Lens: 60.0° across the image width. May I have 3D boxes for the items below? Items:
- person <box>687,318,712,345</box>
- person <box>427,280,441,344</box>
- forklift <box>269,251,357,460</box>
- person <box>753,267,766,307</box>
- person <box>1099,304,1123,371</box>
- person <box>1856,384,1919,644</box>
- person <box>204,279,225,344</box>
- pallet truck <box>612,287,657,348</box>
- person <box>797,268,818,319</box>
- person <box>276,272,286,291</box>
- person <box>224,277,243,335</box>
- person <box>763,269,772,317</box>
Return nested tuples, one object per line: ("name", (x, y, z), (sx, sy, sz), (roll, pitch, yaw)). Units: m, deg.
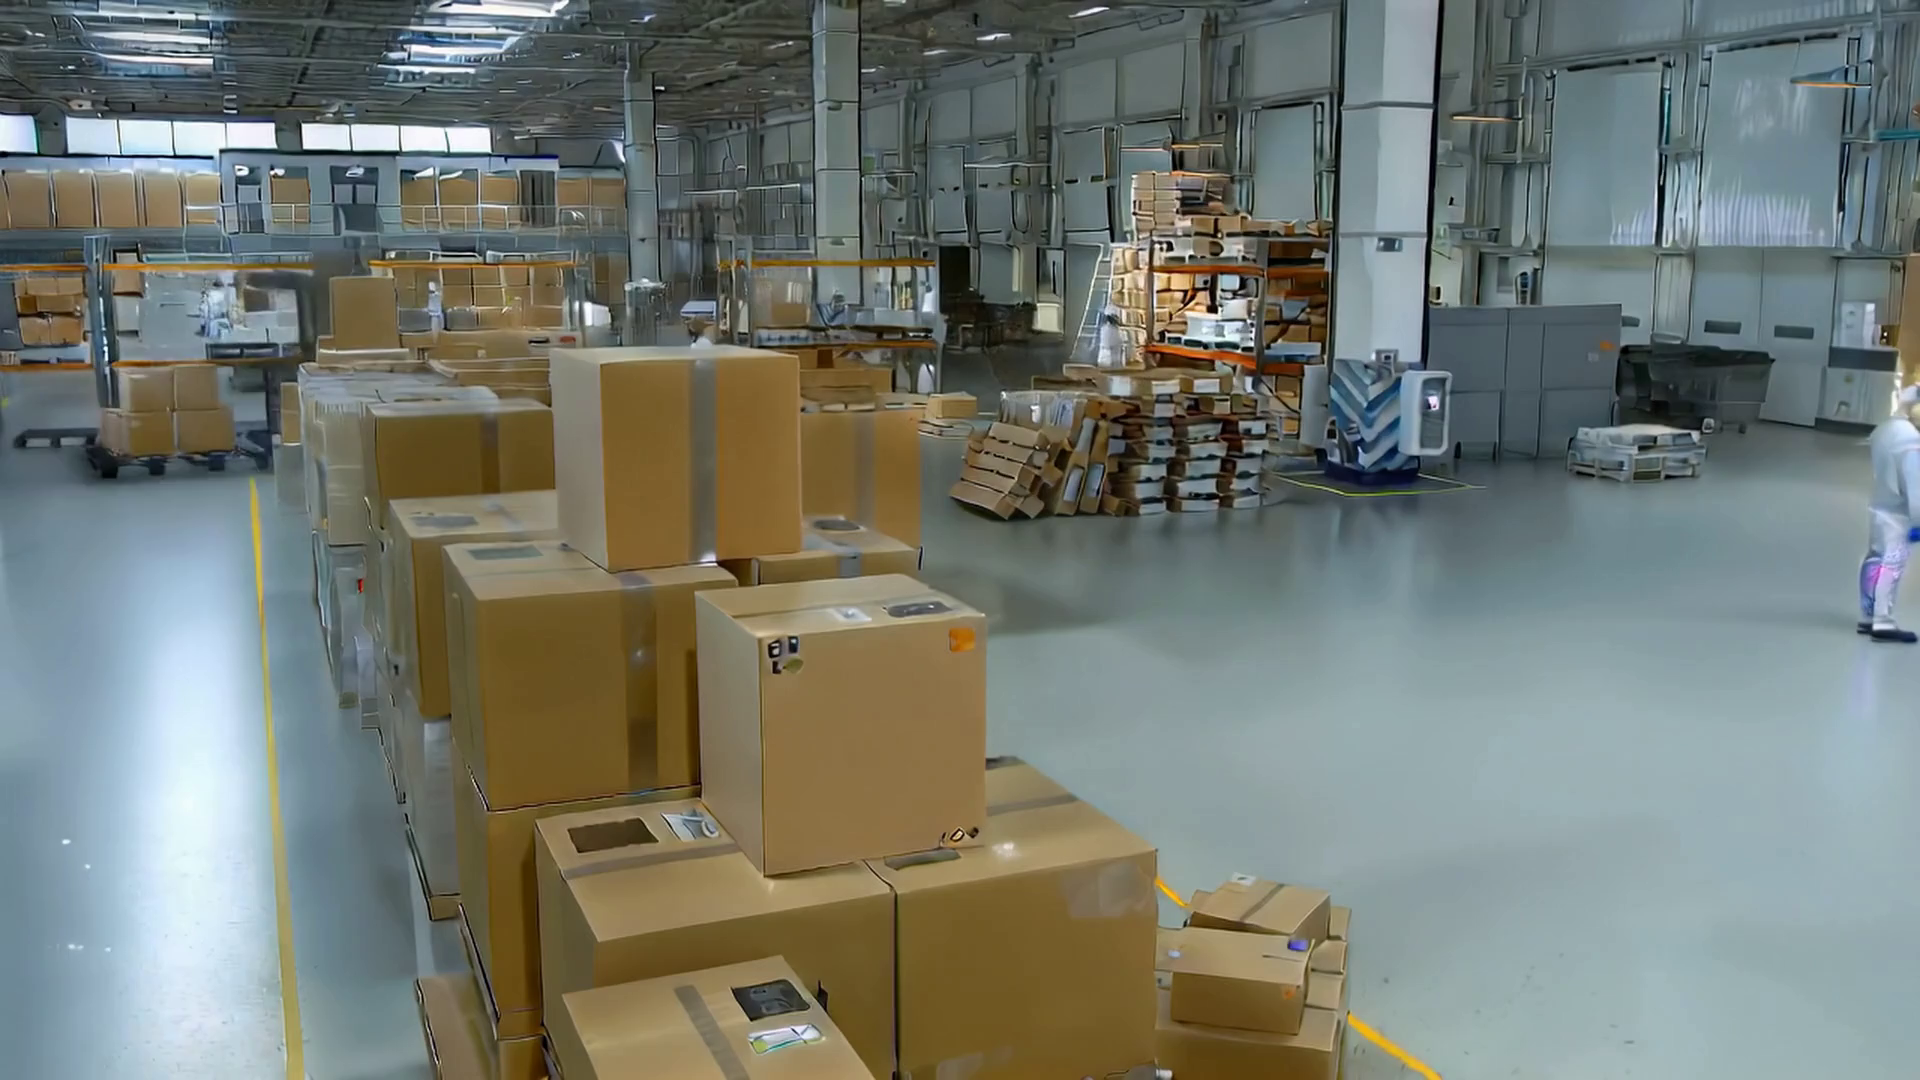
("person", (-3.504, -2.022, 22.427), (0.357, 1.938, 0.637), (-6, 12, -32))
("person", (-14.077, -6.003, 44.520), (0.352, 1.883, 0.579), (-8, 13, -37))
("forklift", (-8.274, -2.446, 22.164), (1.873, 2.768, 1.129), (-7, 12, -33))
("person", (-8.726, -11.153, 73.145), (0.651, 1.790, 0.952), (-8, 13, -37))
("person", (2.513, -2.976, 27.744), (0.380, 1.917, 0.586), (4, 11, 19))
("person", (6.965, -0.194, 12.386), (0.377, 1.931, 0.636), (0, 10, 0))
("person", (-20.246, -6.115, 45.115), (0.575, 1.885, 0.980), (-10, 14, -44))
("pallet truck", (-6.464, -4.406, 35.401), (0.823, 1.965, 1.885), (6, 12, 32))
("person", (-5.528, -9.169, 61.887), (1.034, 1.930, 0.643), (1, 10, 6))
("person", (-22.211, -7.813, 54.401), (0.379, 1.917, 0.591), (1, 10, 3))
("person", (-21.658, -6.909, 49.552), (0.428, 1.866, 0.598), (1, 10, 8))
("person", (-7.389, -9.506, 63.884), (0.329, 1.865, 0.508), (-3, 11, -17))
